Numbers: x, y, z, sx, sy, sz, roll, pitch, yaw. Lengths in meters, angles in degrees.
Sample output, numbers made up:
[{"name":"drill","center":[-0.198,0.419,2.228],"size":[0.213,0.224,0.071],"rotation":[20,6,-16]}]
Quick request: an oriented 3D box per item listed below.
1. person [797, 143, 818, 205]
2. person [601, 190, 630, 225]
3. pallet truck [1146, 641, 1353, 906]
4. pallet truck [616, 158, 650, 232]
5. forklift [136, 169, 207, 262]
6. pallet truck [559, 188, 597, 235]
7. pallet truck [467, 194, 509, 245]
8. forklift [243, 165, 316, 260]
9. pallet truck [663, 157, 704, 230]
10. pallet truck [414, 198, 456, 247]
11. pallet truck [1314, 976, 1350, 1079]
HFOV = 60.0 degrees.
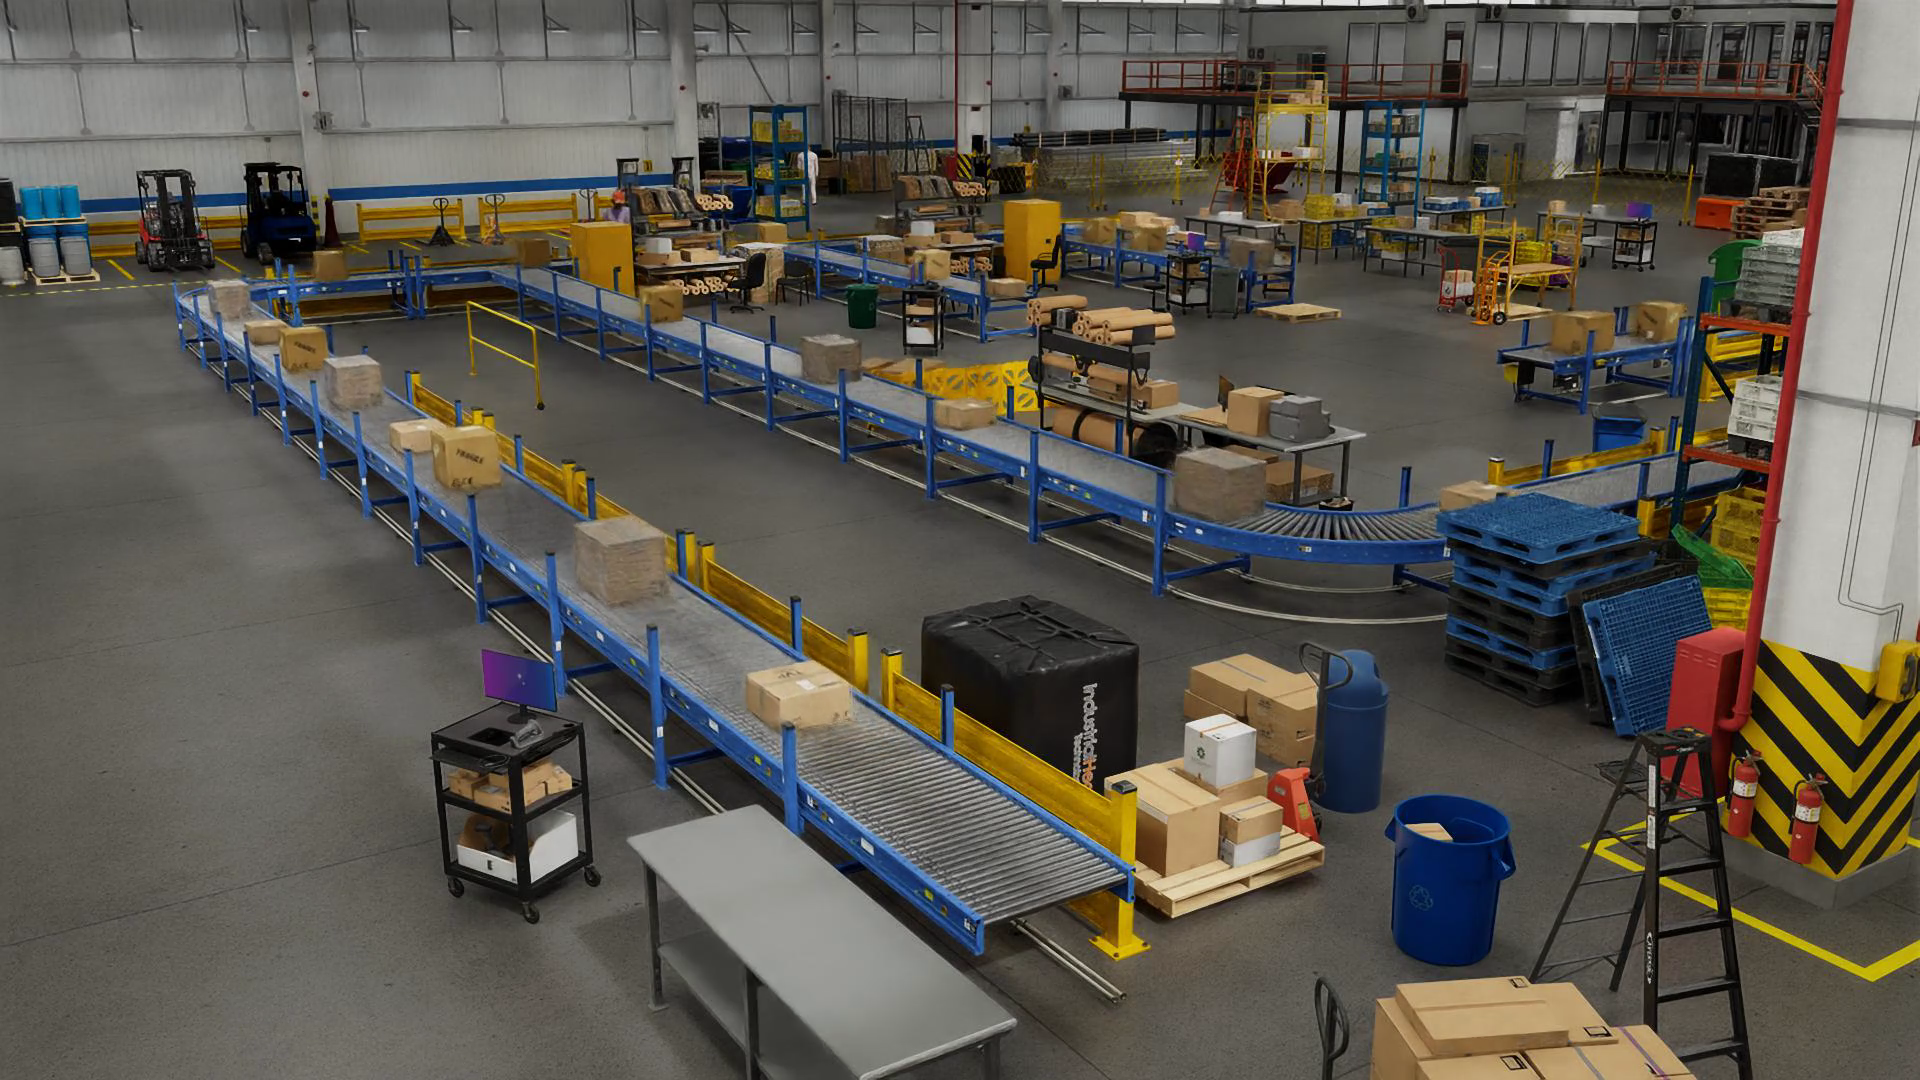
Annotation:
[{"name":"person","center":[-4.739,-11.393,51.793],"size":[0.642,1.905,0.399],"rotation":[-1,17,-5]},{"name":"person","center":[-7.065,-6.191,34.272],"size":[0.665,2.021,0.416],"rotation":[-2,17,-7]},{"name":"pallet truck","center":[1.664,1.407,10.232],"size":[1.630,1.274,0.653],"rotation":[-10,20,-31]},{"name":"pallet truck","center":[-8.918,-9.176,44.255],"size":[0.823,1.965,1.885],"rotation":[-9,19,-27]},{"name":"forklift","center":[-17.842,-7.318,37.559],"size":[1.157,1.987,2.680],"rotation":[-10,20,-31]},{"name":"pallet truck","center":[-10.010,-8.652,43.699],"size":[0.653,1.274,1.630],"rotation":[-10,20,-31]},{"name":"pallet truck","center":[-11.983,-8.177,42.137],"size":[0.704,1.261,1.522],"rotation":[-11,20,-33]},{"name":"forklift","center":[-15.898,-7.669,38.708],"size":[1.157,1.987,2.680],"rotation":[-11,20,-33]},{"name":"pallet truck","center":[-7.586,-9.308,44.692],"size":[0.823,1.965,1.885],"rotation":[-11,20,-33]},{"name":"pallet truck","center":[-13.250,-8.060,41.856],"size":[0.680,1.201,1.601],"rotation":[-10,20,-31]},{"name":"pallet truck","center":[2.299,2.390,7.086],"size":[1.601,1.201,0.680],"rotation":[-2,17,-7]}]
